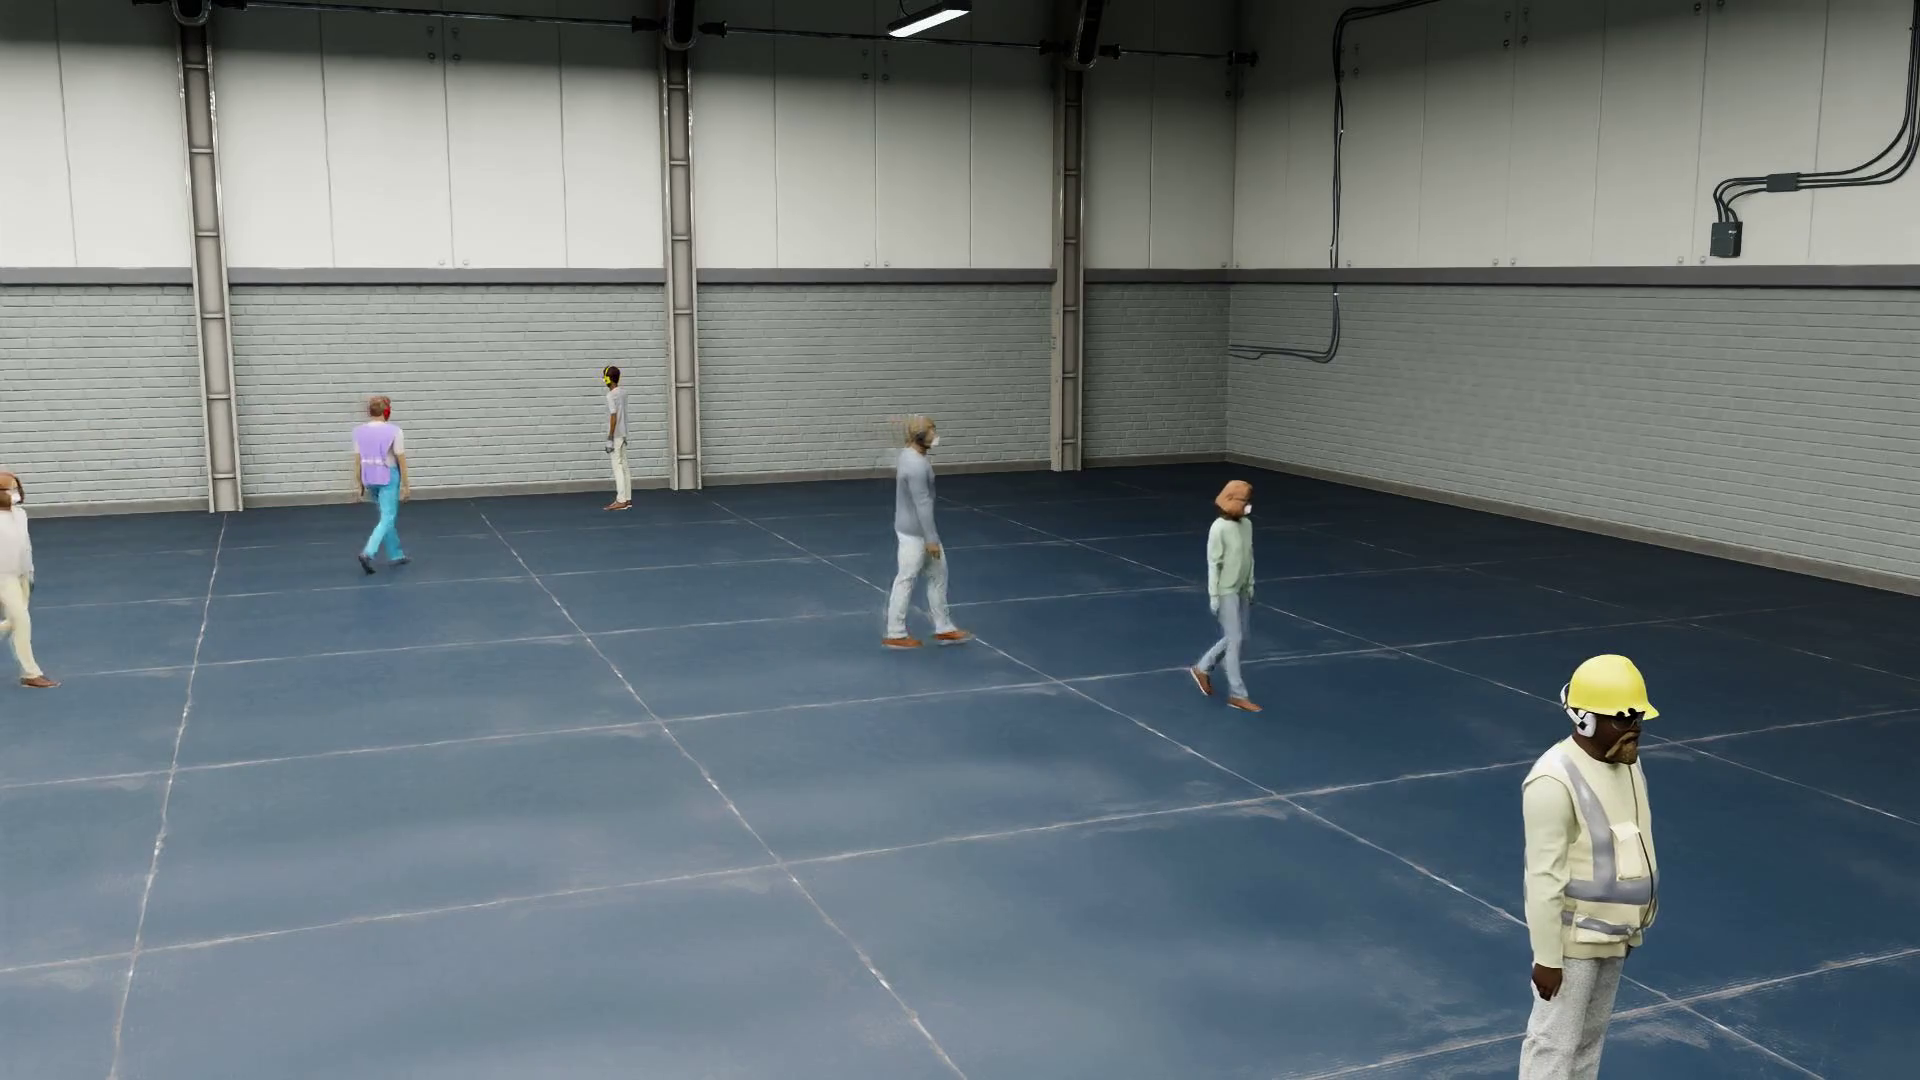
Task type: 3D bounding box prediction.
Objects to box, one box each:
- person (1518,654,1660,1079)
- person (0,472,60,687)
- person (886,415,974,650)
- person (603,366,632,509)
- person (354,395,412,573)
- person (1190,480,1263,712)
[{"bbox_3d":[2.052,1.264,5.430,0.601,1.830,0.403,-9,13,-44],"label":"person"},{"bbox_3d":[-7.045,0.293,12.234,0.704,1.612,0.504,0,9,2],"label":"person"},{"bbox_3d":[-0.216,-0.047,13.400,0.848,1.909,0.653,0,9,0],"label":"person"},{"bbox_3d":[-4.468,-1.322,21.580,0.329,1.863,0.513,2,9,11],"label":"person"},{"bbox_3d":[-5.959,-0.580,17.092,0.571,1.812,0.854,3,10,20],"label":"person"},{"bbox_3d":[1.884,0.370,11.715,0.607,1.616,0.521,7,12,39],"label":"person"}]
